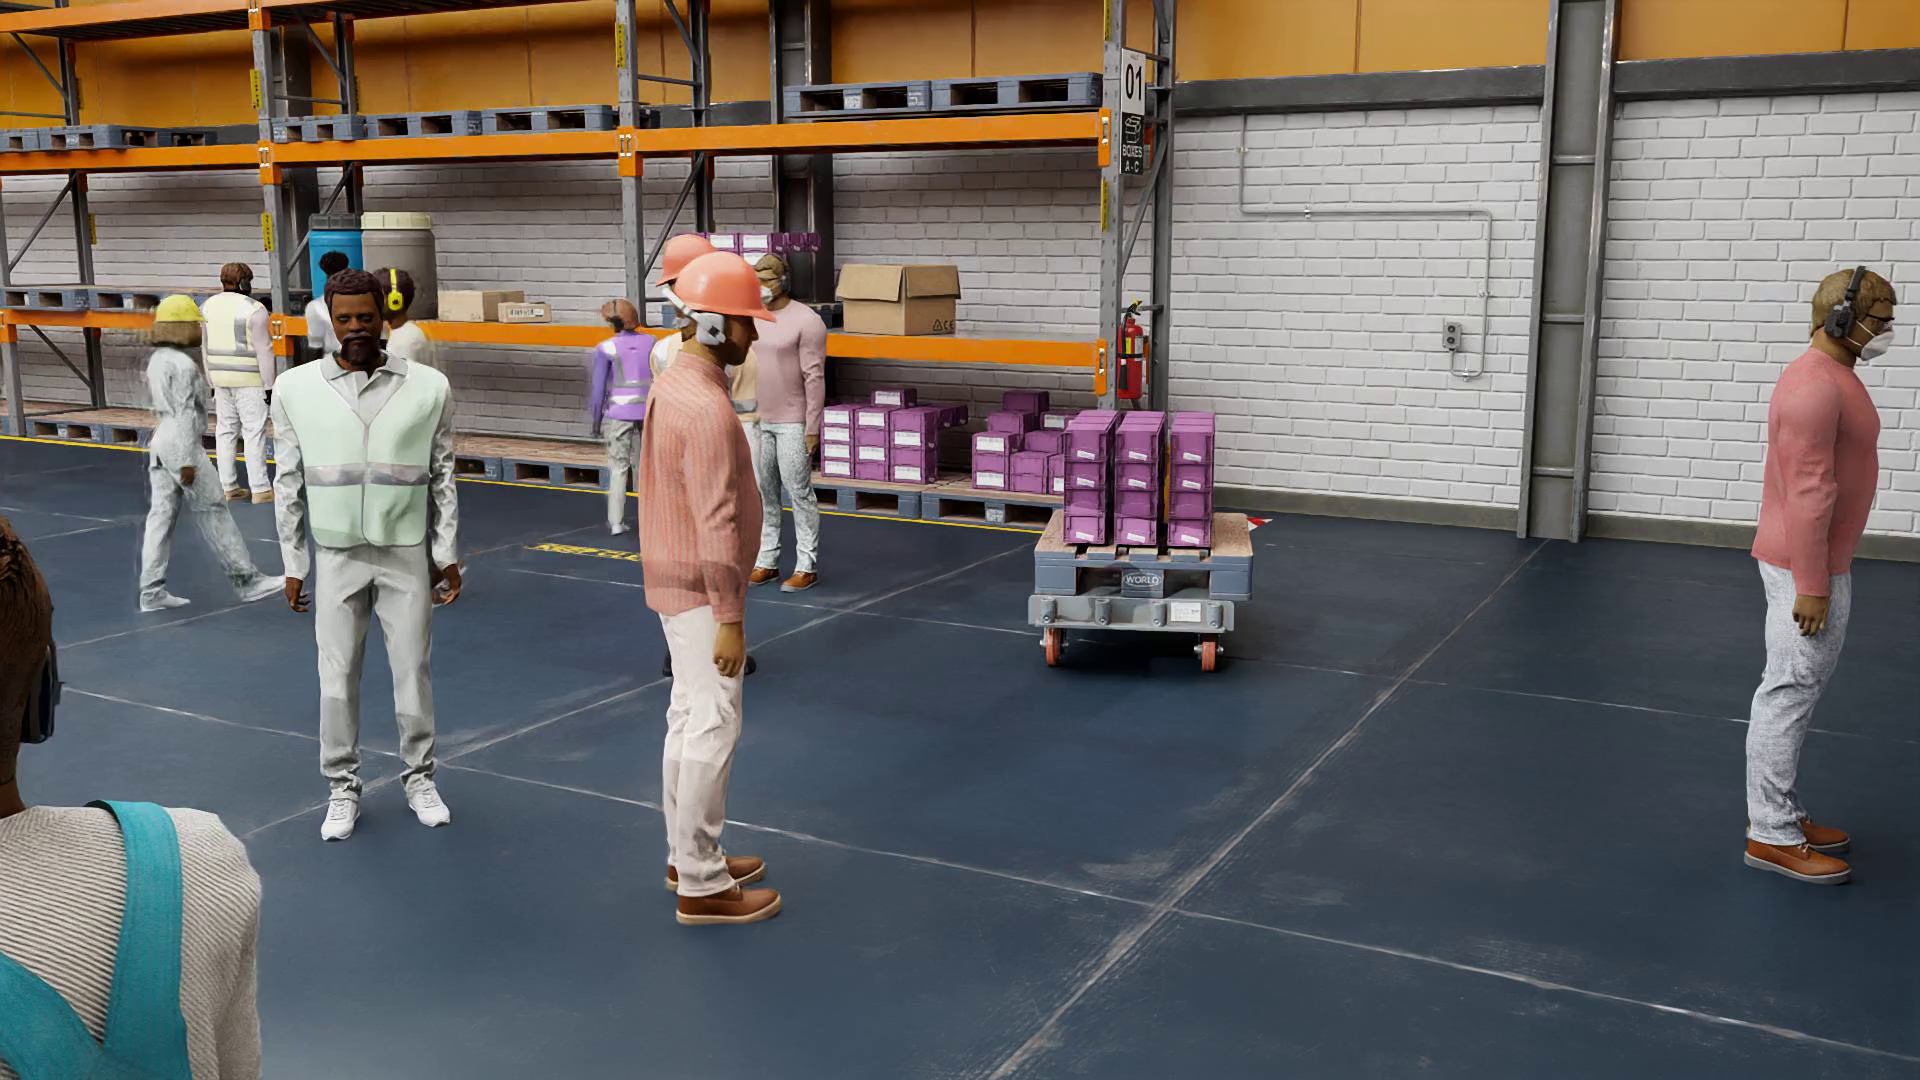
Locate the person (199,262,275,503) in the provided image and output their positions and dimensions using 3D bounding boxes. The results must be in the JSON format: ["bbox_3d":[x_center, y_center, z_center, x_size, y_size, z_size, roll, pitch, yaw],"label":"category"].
[{"bbox_3d":[-5.479,-1.194,12.701,0.629,1.836,0.430,4,11,19],"label":"person"}]

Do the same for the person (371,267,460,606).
[{"bbox_3d":[-3.020,-0.532,8.980,0.379,1.859,0.546,-4,11,-19],"label":"person"}]

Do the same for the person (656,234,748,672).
[{"bbox_3d":[-1.167,-0.372,7.640,0.405,2.032,0.608,-1,10,-4],"label":"person"}]

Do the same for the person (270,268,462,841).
[{"bbox_3d":[-2.005,0.044,5.667,0.591,1.919,0.391,-5,11,-23],"label":"person"}]

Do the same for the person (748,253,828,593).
[{"bbox_3d":[-1.034,-0.665,9.532,0.627,1.933,0.373,7,12,33],"label":"person"}]

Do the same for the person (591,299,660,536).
[{"bbox_3d":[-2.240,-0.836,11.356,0.583,1.612,0.359,-7,12,-33],"label":"person"}]

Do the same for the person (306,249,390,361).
[{"bbox_3d":[-4.651,-1.264,12.795,0.672,1.931,0.538,-7,12,-32],"label":"person"}]

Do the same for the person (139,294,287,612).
[{"bbox_3d":[-4.152,-0.474,9.095,0.503,1.709,0.793,10,14,43],"label":"person"}]

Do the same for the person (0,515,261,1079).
[{"bbox_3d":[-0.775,0.859,1.400,0.325,1.843,0.517,4,11,19],"label":"person"}]

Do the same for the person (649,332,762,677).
[{"bbox_3d":[-1.134,-0.310,7.603,0.551,1.923,0.390,4,11,22],"label":"person"}]

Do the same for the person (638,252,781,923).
[{"bbox_3d":[-0.731,0.153,4.914,0.410,1.981,0.626,-4,11,-20],"label":"person"}]

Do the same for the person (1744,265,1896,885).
[{"bbox_3d":[2.732,0.102,5.310,0.373,1.935,0.628,6,12,29],"label":"person"}]
